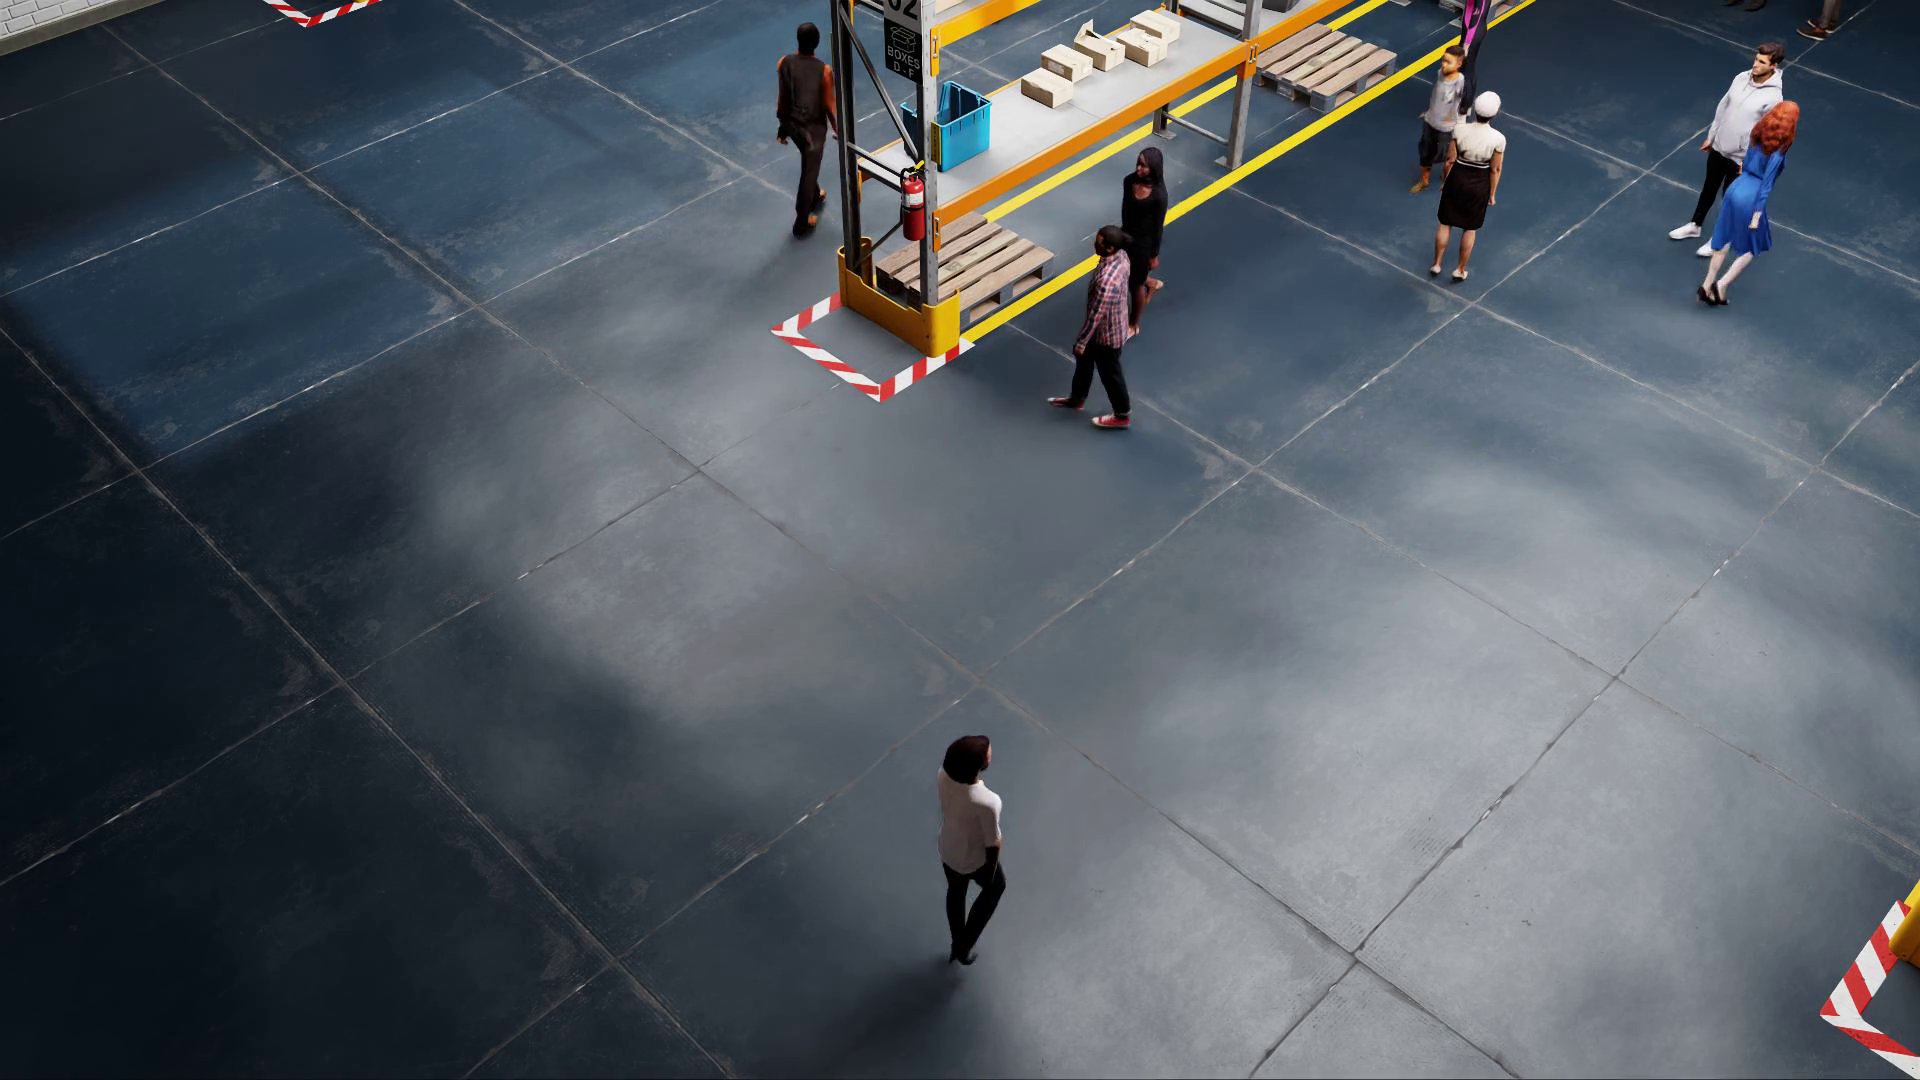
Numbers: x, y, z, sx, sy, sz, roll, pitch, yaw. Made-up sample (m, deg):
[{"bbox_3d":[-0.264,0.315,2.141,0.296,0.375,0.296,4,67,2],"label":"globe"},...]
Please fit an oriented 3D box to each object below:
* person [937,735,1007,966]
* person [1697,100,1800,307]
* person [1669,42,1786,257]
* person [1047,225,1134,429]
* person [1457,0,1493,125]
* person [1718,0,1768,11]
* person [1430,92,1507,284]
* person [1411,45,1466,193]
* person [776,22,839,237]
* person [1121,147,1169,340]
[{"bbox_3d":[-0.030,1.730,8.910,0.616,1.782,0.678,34,53,30],"label":"person"},{"bbox_3d":[6.296,-2.697,13.548,0.885,1.794,0.839,-1,44,-1],"label":"person"},{"bbox_3d":[6.593,-3.340,14.124,0.700,1.930,0.740,-22,48,-21],"label":"person"},{"bbox_3d":[1.166,-1.558,12.394,1.049,1.737,1.011,4,44,4],"label":"person"},{"bbox_3d":[4.863,-4.780,15.772,0.661,1.743,0.552,19,47,19],"label":"person"},{"bbox_3d":[8.676,-6.469,17.457,0.875,1.864,0.810,-19,47,-19],"label":"person"},{"bbox_3d":[4.206,-2.908,13.797,0.682,1.756,0.636,20,47,19],"label":"person"},{"bbox_3d":[4.387,-3.844,15.006,0.757,1.444,0.611,-31,51,-28],"label":"person"},{"bbox_3d":[-1.366,-3.479,14.305,0.842,1.882,1.001,19,47,19],"label":"person"},{"bbox_3d":[1.495,-2.383,13.281,0.841,1.708,0.648,-31,51,-28],"label":"person"}]
